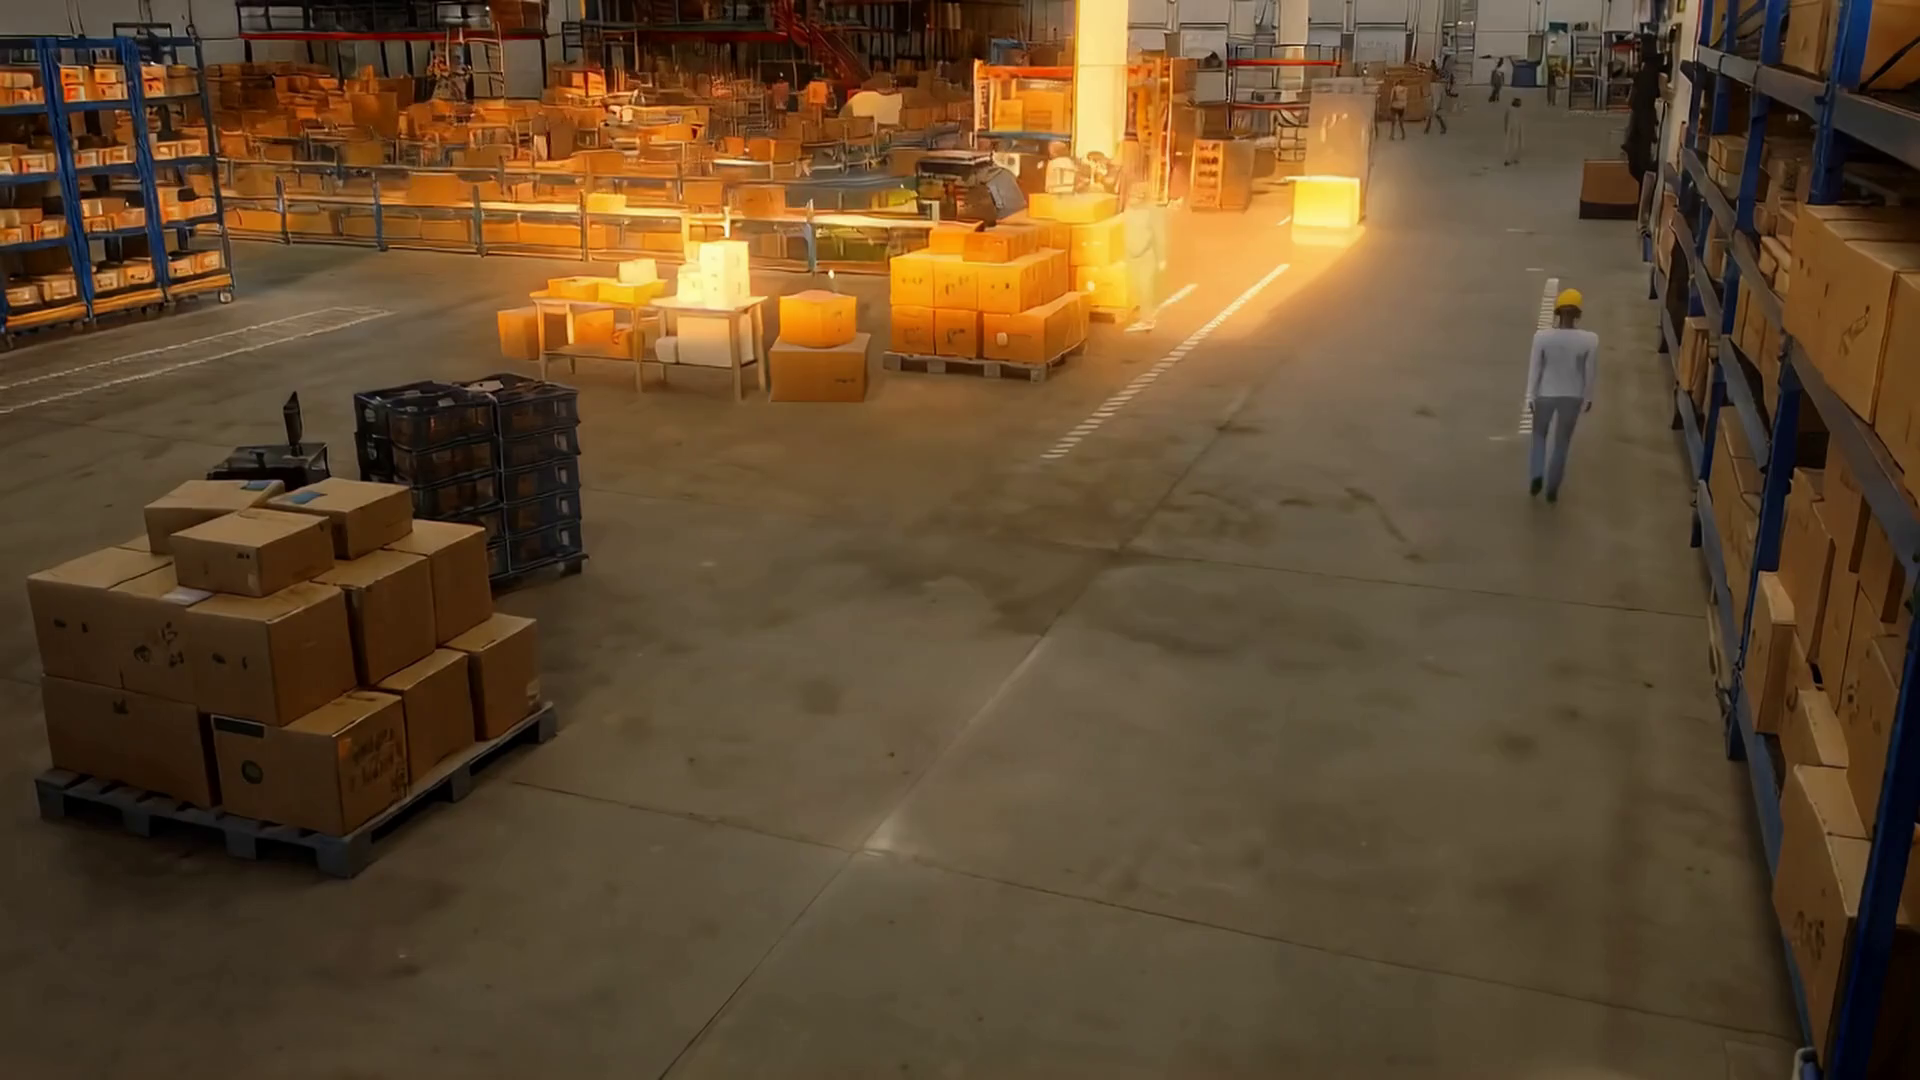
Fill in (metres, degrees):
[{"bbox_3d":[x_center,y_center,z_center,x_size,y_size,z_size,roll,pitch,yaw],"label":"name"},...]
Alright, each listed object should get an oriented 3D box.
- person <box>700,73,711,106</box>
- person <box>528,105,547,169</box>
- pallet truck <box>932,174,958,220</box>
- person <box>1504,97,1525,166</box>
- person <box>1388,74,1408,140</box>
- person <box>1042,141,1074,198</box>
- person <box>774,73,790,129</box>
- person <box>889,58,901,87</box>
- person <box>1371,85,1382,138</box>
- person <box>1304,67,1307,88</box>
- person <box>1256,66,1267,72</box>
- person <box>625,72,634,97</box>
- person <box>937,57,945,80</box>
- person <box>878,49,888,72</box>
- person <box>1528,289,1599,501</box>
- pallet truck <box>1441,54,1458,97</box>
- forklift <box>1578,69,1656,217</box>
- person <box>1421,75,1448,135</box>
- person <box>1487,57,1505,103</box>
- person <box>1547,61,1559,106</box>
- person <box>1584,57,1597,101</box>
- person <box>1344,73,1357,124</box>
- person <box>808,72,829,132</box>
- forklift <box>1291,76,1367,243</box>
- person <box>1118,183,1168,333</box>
[{"bbox_3d":[-8.947,-15.689,59.222,0.874,1.794,0.613,2,18,6],"label":"person"},{"bbox_3d":[-10.790,-10.273,42.481,0.505,1.626,0.324,2,18,8],"label":"person"},{"bbox_3d":[-0.507,-5.292,27.348,0.653,1.274,1.630,6,19,19],"label":"pallet truck"},{"bbox_3d":[14.590,-10.742,43.759,0.540,1.737,0.730,14,22,36],"label":"person"},{"bbox_3d":[13.774,-13.615,52.317,0.615,2.026,0.573,-2,18,-7],"label":"person"},{"bbox_3d":[1.618,-5.932,28.555,0.927,1.781,0.608,14,22,37],"label":"person"},{"bbox_3d":[-6.180,-15.163,57.427,0.551,1.893,0.983,-8,19,-24],"label":"person"},{"bbox_3d":[-2.923,-20.894,75.458,0.683,1.849,0.966,-9,20,-26],"label":"person"},{"bbox_3d":[13.120,-13.553,52.700,0.540,1.682,0.626,-2,18,-8],"label":"person"},{"bbox_3d":[15.919,-21.445,77.252,0.994,1.822,0.600,-5,18,-15],"label":"person"},{"bbox_3d":[14.790,-22.965,81.979,0.817,1.855,0.569,-13,22,-36],"label":"person"},{"bbox_3d":[-12.581,-16.942,63.307,0.913,1.693,0.489,6,19,18],"label":"person"},{"bbox_3d":[-0.899,-20.878,75.309,0.405,1.922,0.576,-1,18,-4],"label":"person"},{"bbox_3d":[-4.426,-27.320,95.746,0.625,1.813,0.356,0,18,-1],"label":"person"},{"bbox_3d":[4.964,-1.197,13.743,0.536,1.749,0.418,6,19,19],"label":"person"},{"bbox_3d":[22.765,-21.886,78.355,0.823,1.965,1.885,-4,18,-14],"label":"pallet truck"},{"bbox_3d":[13.219,-7.740,32.475,1.873,2.768,1.129,6,19,18],"label":"forklift"},{"bbox_3d":[15.684,-14.279,54.613,0.627,1.918,0.913,-12,21,-33],"label":"person"},{"bbox_3d":[23.579,-20.242,73.121,0.931,2.000,0.691,-9,20,-26],"label":"person"},{"bbox_3d":[25.370,-19.524,71.141,0.329,1.871,0.513,-13,22,-35],"label":"person"},{"bbox_3d":[28.446,-20.796,75.052,0.380,1.922,0.591,-8,19,-24],"label":"person"},{"bbox_3d":[13.274,-14.868,56.497,0.825,1.888,0.597,-3,18,-9],"label":"person"},{"bbox_3d":[-4.697,-14.643,55.653,0.619,1.953,0.880,-12,21,-34],"label":"person"},{"bbox_3d":[6.598,-6.755,29.381,1.129,2.768,1.873,6,19,19],"label":"forklift"},{"bbox_3d":[2.276,-3.549,20.948,0.536,1.868,0.674,-12,21,-33],"label":"person"}]
